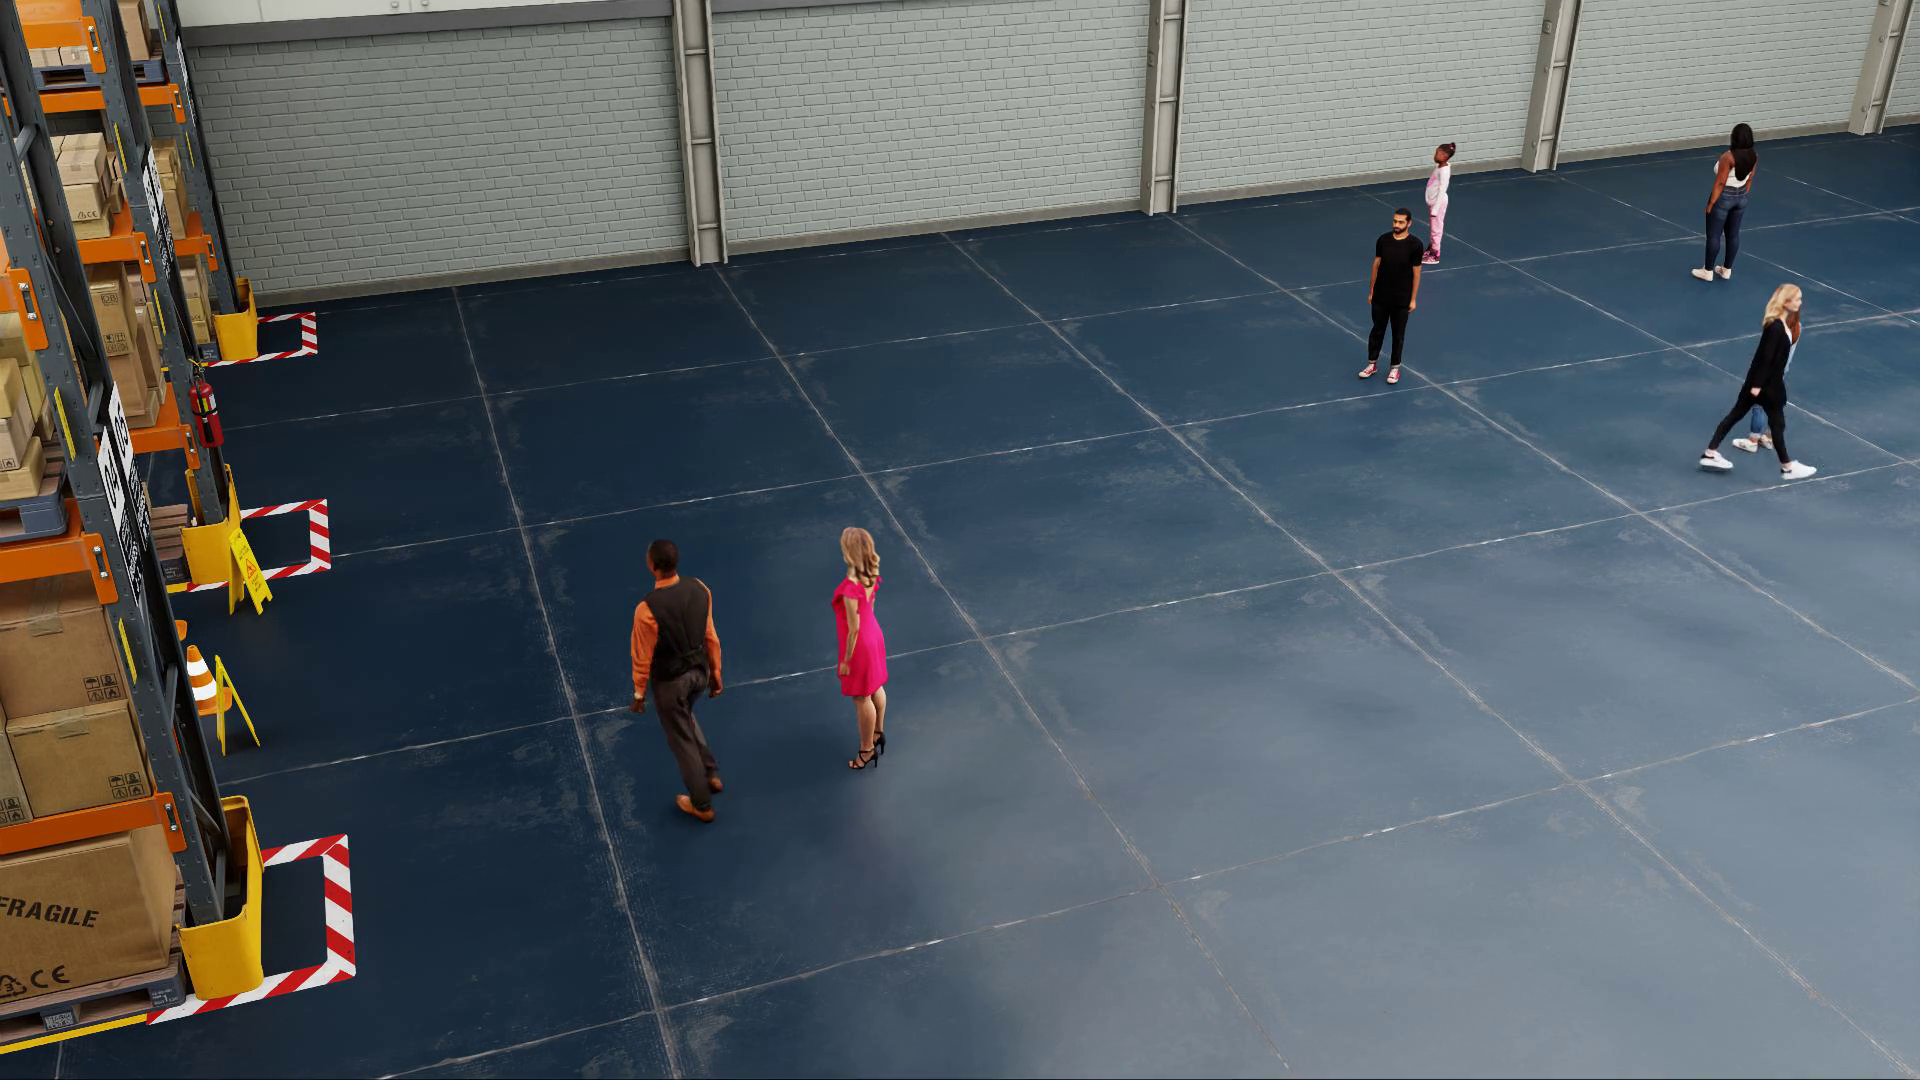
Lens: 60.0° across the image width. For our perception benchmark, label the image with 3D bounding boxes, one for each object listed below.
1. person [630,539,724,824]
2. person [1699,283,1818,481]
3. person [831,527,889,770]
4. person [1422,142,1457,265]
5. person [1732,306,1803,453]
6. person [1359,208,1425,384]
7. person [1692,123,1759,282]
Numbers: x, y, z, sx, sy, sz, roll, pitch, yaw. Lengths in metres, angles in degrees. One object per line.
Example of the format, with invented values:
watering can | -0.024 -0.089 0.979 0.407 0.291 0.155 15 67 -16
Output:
person | -1.625 0.893 10.069 0.921 1.892 0.843 20 34 33
person | 6.873 -1.362 14.458 1.197 1.748 1.119 12 30 21
person | -0.620 0.682 10.640 0.716 1.728 0.669 10 30 18
person | 5.686 -4.025 19.783 0.635 1.443 0.619 4 28 7
person | 7.349 -1.512 15.031 0.422 1.474 0.617 -11 30 -20
person | 4.288 -2.430 16.454 0.704 1.757 0.746 15 31 26
person | 8.851 -3.884 19.134 0.562 1.804 0.716 -7 29 -12
